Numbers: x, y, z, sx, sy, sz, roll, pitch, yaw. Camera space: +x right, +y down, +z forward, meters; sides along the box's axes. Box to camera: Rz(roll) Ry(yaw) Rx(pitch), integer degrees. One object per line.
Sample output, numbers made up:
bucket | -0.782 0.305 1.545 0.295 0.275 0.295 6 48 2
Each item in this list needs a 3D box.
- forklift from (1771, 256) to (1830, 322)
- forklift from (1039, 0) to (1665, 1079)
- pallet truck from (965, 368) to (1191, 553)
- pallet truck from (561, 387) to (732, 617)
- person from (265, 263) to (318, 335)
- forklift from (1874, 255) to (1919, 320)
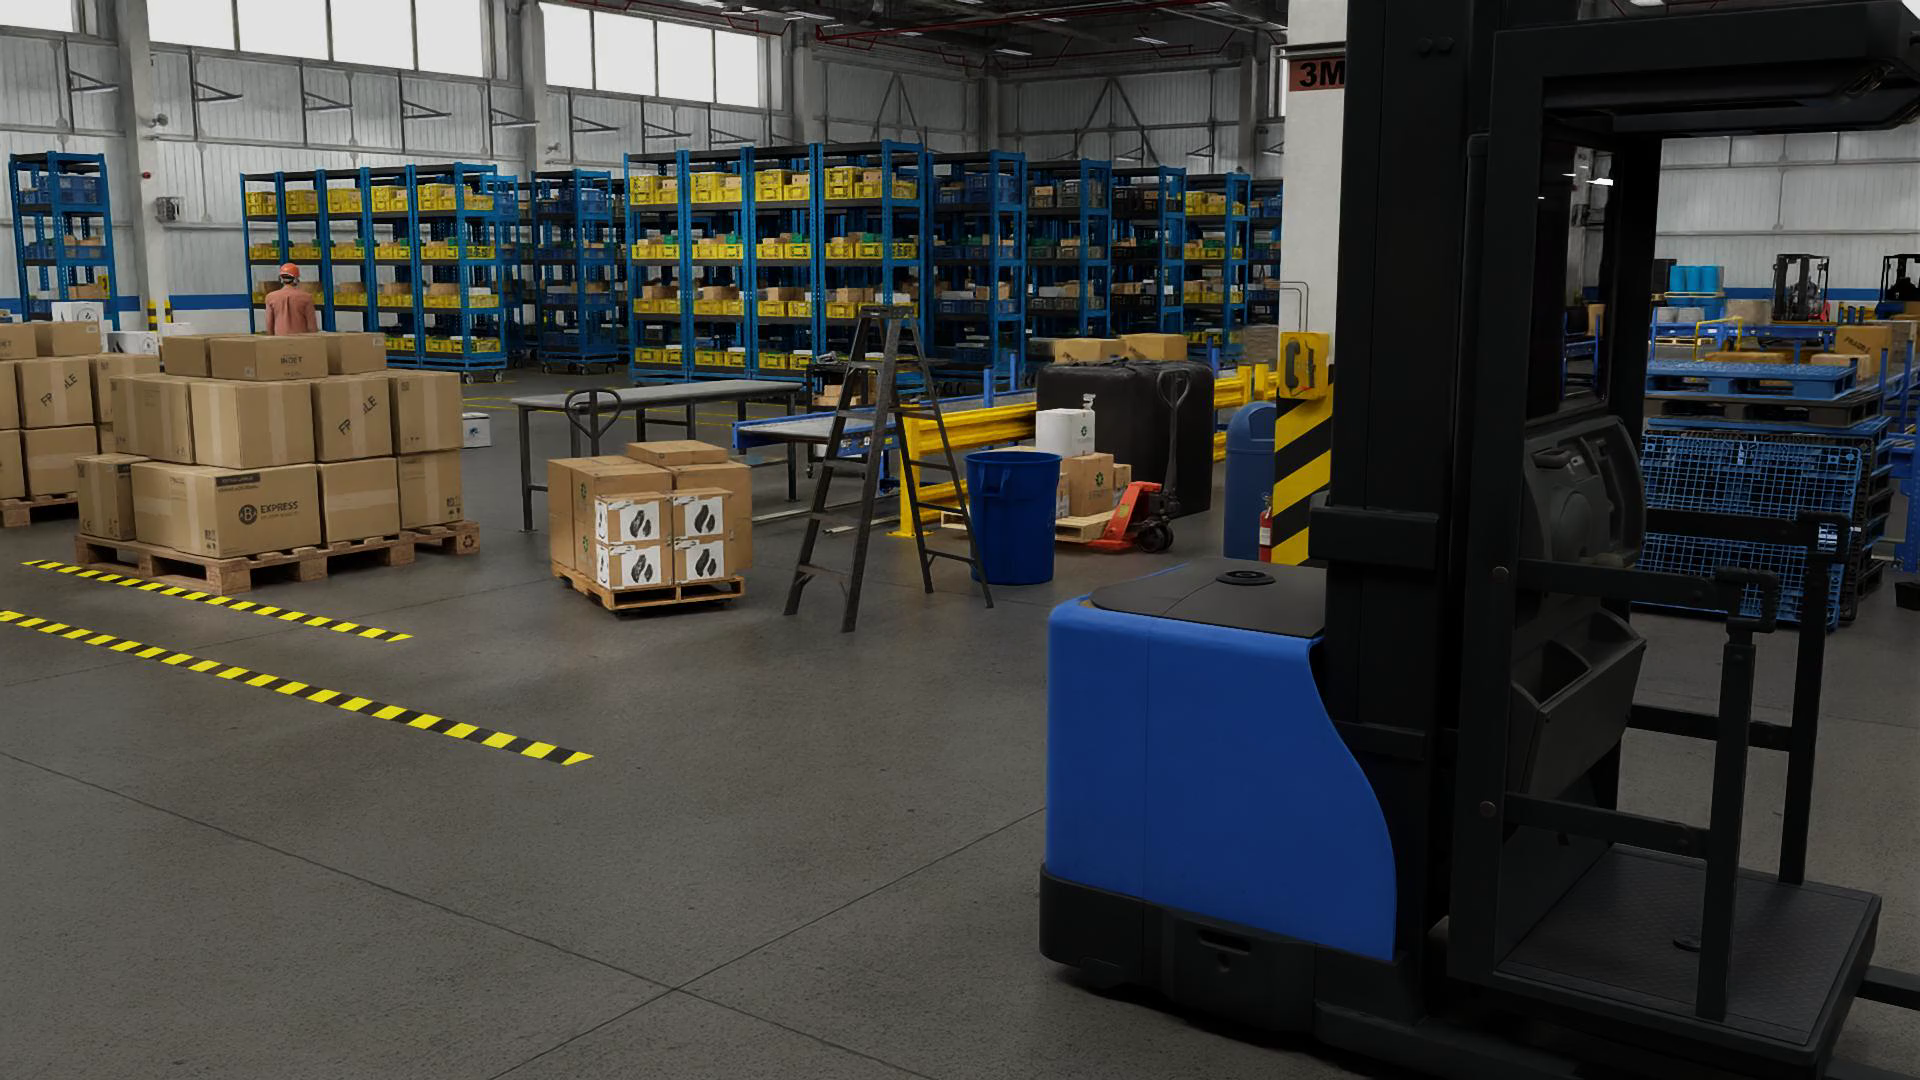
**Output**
forklift | 20.253 -5.854 40.139 1.157 1.987 2.680 7 12 35
forklift | 1.249 -0.137 4.360 1.873 2.768 1.129 7 12 35
pallet truck | 0.845 -0.609 11.869 1.630 1.274 0.653 7 12 35
pallet truck | -1.981 -0.274 10.088 0.680 1.201 1.601 -5 11 -28
person | -8.542 -2.543 21.319 0.622 1.992 0.394 -1 10 -8
forklift | 22.089 -5.634 38.796 1.157 1.987 2.680 6 11 33
